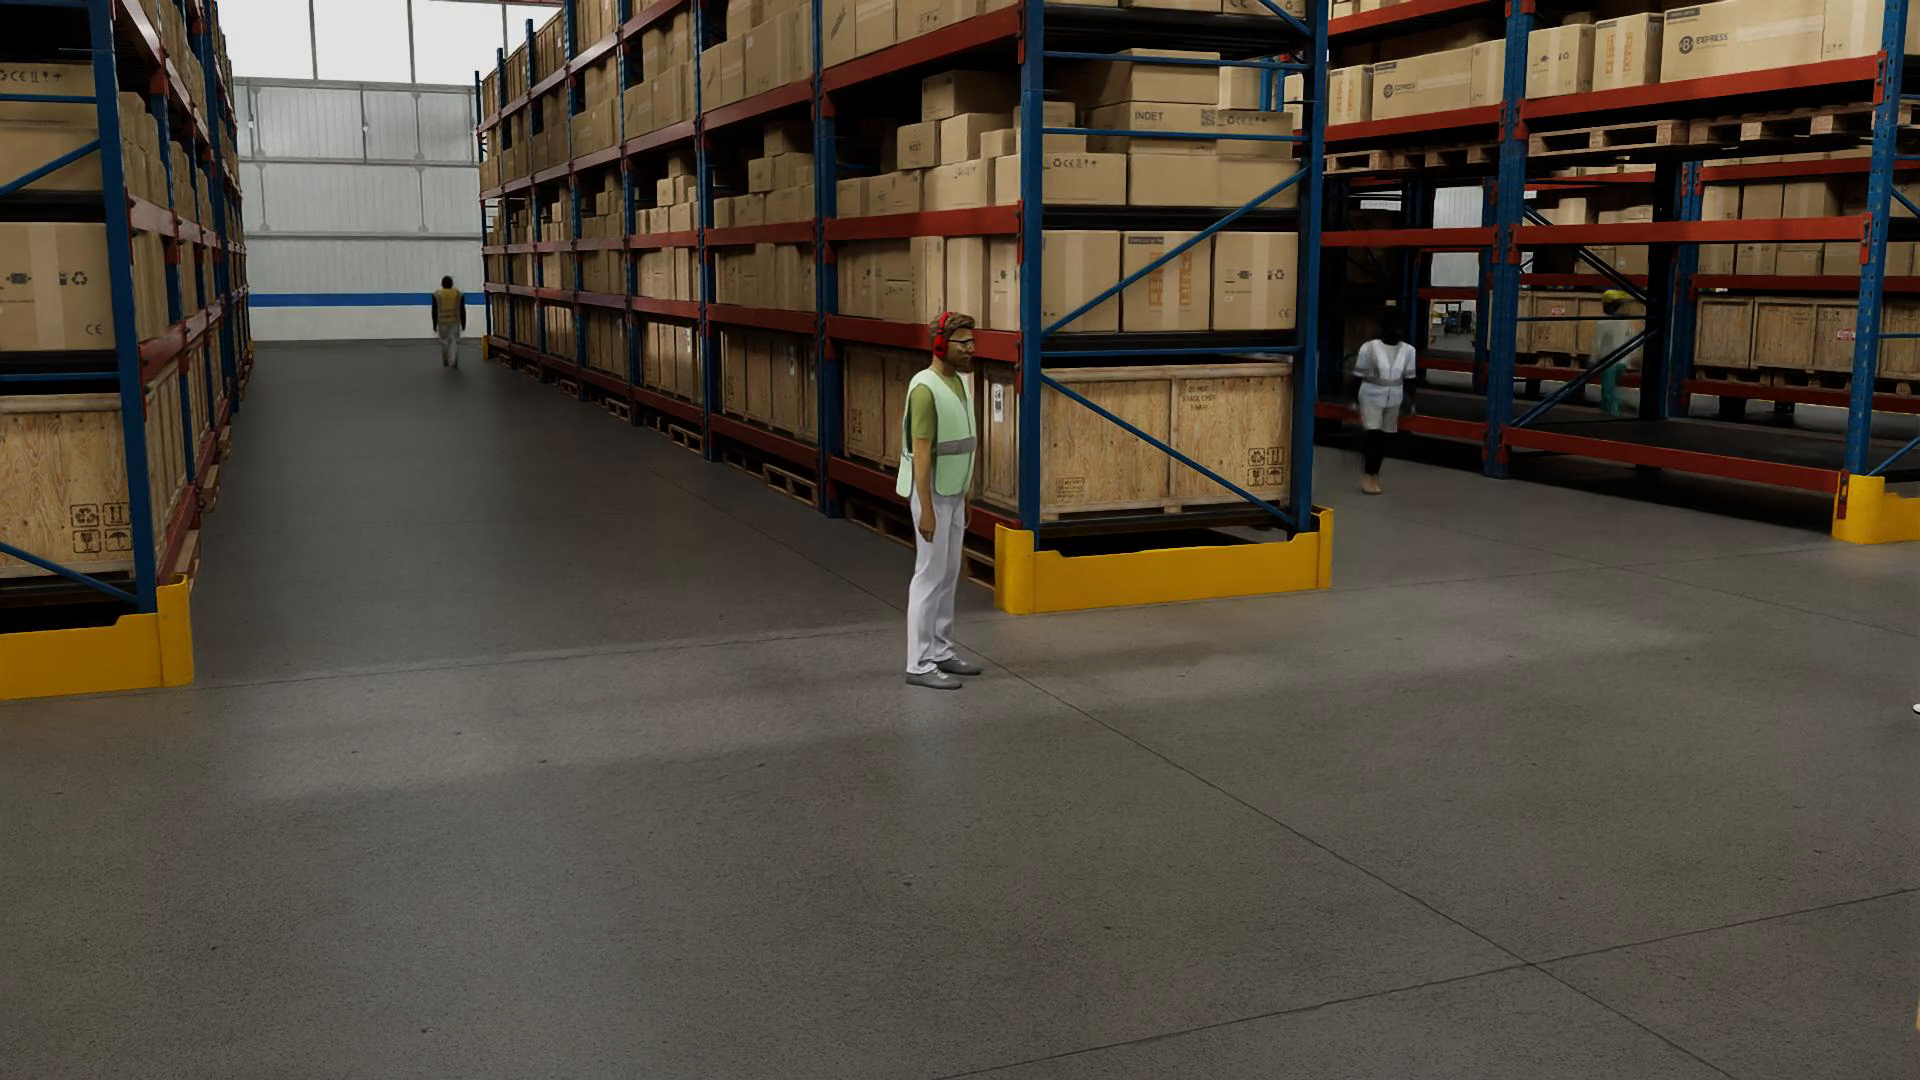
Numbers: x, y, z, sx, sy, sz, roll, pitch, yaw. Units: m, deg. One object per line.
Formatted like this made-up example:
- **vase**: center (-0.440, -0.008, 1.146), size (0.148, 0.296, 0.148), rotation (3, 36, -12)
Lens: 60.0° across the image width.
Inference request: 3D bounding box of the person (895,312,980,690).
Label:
- **person**: center (-0.111, -0.196, 8.166), size (0.384, 1.837, 0.565), rotation (3, 10, 19)

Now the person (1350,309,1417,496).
- **person**: center (3.749, -1.215, 14.735), size (0.549, 1.658, 0.620), rotation (-2, 10, -11)

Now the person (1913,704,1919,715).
- **person**: center (4.646, -0.121, 7.534), size (0.642, 1.900, 0.400), rotation (-9, 13, -43)

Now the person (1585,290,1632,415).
- **person**: center (7.609, -2.077, 19.679), size (0.553, 1.737, 0.739), rotation (-5, 11, -27)

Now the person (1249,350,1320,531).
- **person**: center (2.465, -0.901, 12.568), size (0.601, 1.786, 0.951), rotation (-3, 10, -18)

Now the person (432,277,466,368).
- **person**: center (-10.112, -4.308, 32.928), size (0.642, 1.792, 0.989), rotation (-3, 10, -20)
